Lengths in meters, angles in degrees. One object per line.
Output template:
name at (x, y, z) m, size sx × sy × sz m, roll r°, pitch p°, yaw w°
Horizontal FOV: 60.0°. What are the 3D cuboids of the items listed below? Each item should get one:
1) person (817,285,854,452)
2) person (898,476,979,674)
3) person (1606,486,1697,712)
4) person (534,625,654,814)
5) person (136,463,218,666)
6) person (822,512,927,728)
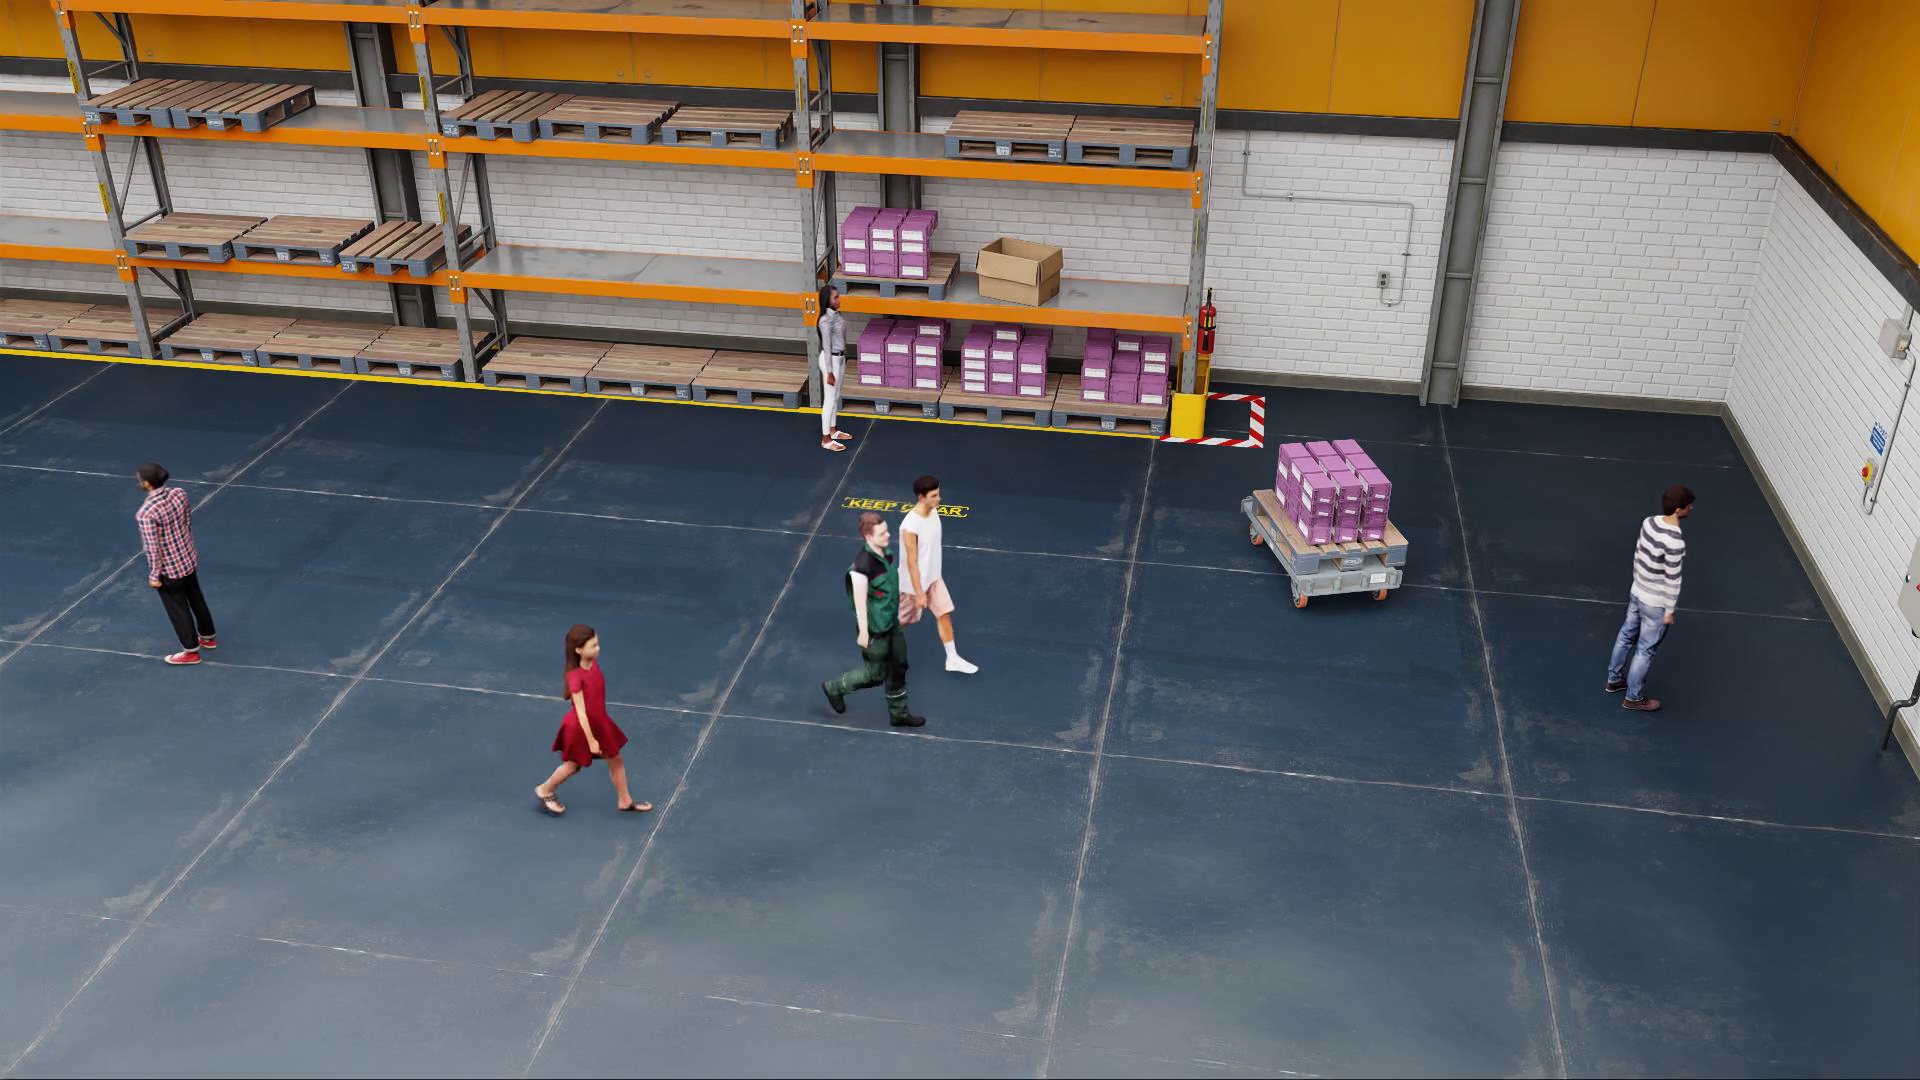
person at (-1.293, -1.780, 16.937) m, size 0.501 × 1.724 × 0.601 m, roll 6°, pitch 29°, yaw 10°
person at (-0.403, 0.285, 13.135) m, size 1.216 × 1.741 × 0.848 m, roll 13°, pitch 31°, yaw 22°
person at (5.307, 0.423, 12.766) m, size 0.648 × 1.852 × 0.712 m, roll -5°, pitch 29°, yaw -8°
person at (-2.657, 1.284, 11.530) m, size 1.059 × 1.525 × 0.571 m, roll 7°, pitch 29°, yaw 12°
person at (-6.305, 0.170, 13.325) m, size 0.568 × 1.762 × 0.675 m, roll 5°, pitch 29°, yaw 10°
person at (-0.677, 0.609, 12.456) m, size 1.091 × 1.822 × 0.762 m, roll 9°, pitch 30°, yaw 16°
